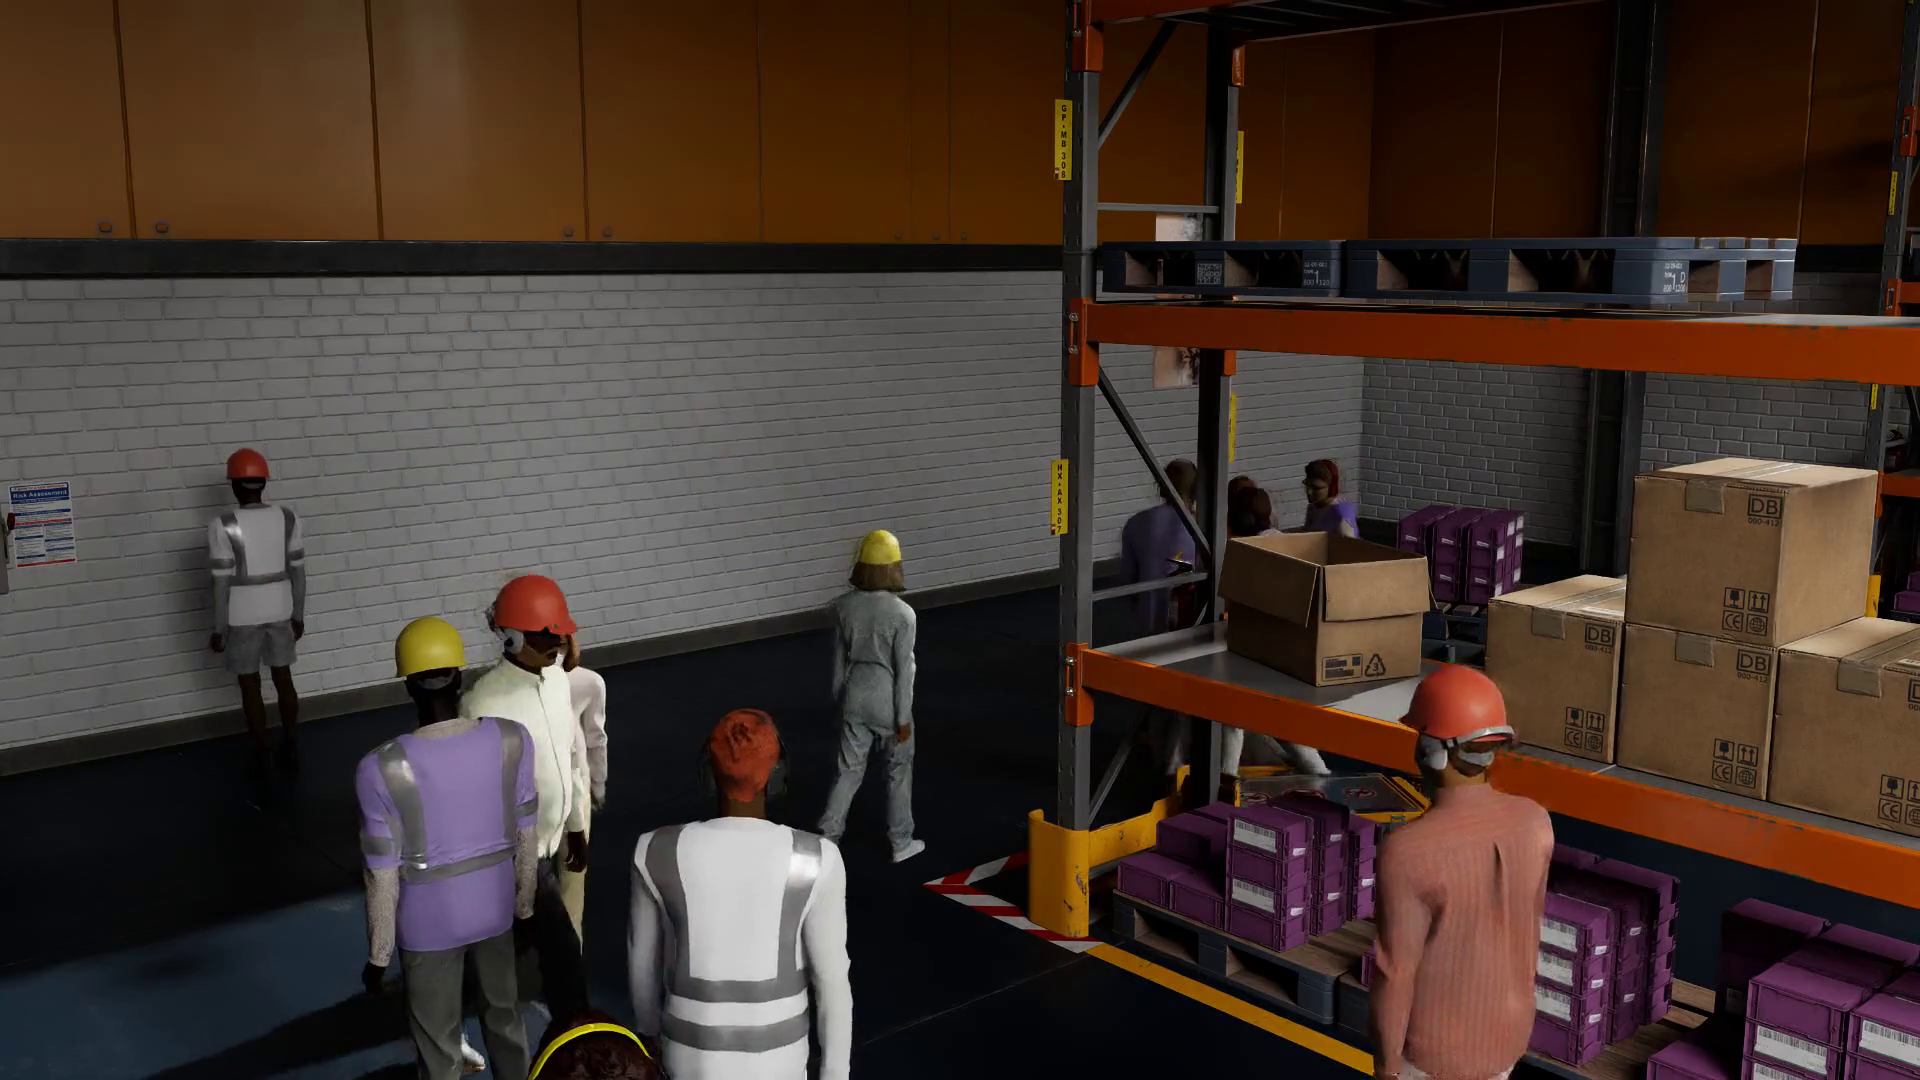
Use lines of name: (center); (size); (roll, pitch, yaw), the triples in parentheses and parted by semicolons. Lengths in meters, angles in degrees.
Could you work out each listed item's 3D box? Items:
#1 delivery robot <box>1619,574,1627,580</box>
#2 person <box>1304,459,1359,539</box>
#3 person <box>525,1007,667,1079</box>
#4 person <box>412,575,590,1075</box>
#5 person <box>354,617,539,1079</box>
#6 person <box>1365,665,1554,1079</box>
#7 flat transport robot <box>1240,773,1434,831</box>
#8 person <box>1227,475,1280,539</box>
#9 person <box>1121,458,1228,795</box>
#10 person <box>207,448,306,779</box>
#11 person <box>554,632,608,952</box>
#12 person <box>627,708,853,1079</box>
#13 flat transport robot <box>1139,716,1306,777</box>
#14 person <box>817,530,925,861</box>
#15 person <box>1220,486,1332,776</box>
delivery robot: (5.743, 0.417, 13.508); (0.477, 0.478, 0.707); (-10, 13, -44)
person: (2.360, 0.379, 10.393); (0.696, 1.801, 0.622); (-1, 10, -3)
person: (-0.574, 1.653, 2.700); (0.514, 1.873, 0.329); (-6, 12, -33)
person: (-1.607, 1.068, 5.985); (1.042, 1.946, 0.626); (2, 10, 13)
person: (-1.608, 1.193, 5.250); (0.585, 1.920, 0.382); (-9, 13, -41)
person: (1.335, 1.313, 4.383); (0.620, 1.973, 0.585); (-5, 11, -27)
flat transport robot: (1.881, 1.423, 8.721); (1.431, 0.197, 0.652); (-1, 10, -6)
person: (1.872, 0.348, 11.071); (0.553, 1.620, 0.614); (0, 10, 1)
person: (1.185, 0.501, 9.312); (0.651, 1.919, 0.398); (6, 11, 32)
person: (-4.108, 0.421, 9.725); (0.374, 1.933, 0.554); (8, 13, 41)
person: (-1.747, 1.044, 7.029); (0.513, 1.599, 0.755); (-3, 10, -18)
person: (-0.595, 1.354, 4.515); (0.600, 1.848, 0.877); (-1, 10, -4)
flat transport robot: (1.510, 1.255, 9.707); (0.652, 0.197, 1.431); (-1, 10, -6)
person: (-0.455, 0.807, 8.100); (0.492, 1.717, 0.792); (5, 11, 28)
person: (1.676, 0.606, 9.019); (0.796, 1.814, 0.636); (6, 11, 31)
